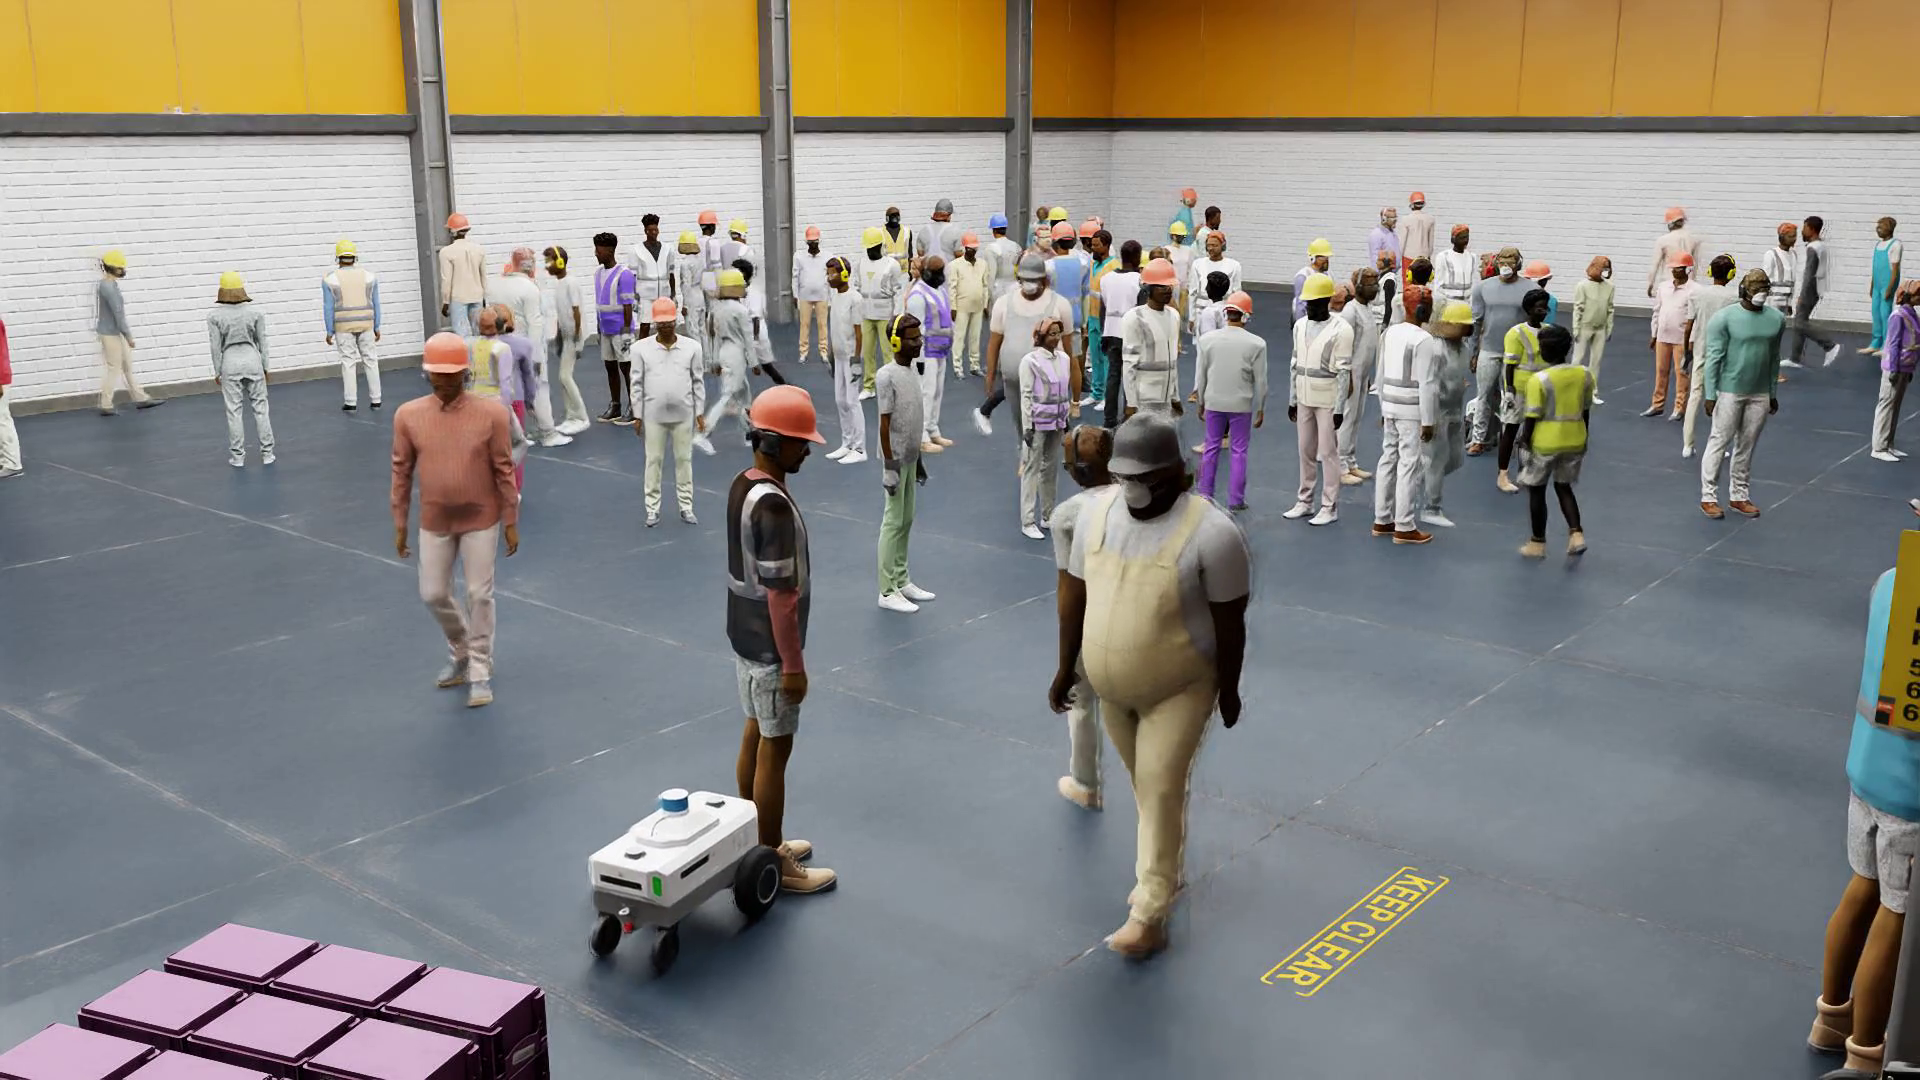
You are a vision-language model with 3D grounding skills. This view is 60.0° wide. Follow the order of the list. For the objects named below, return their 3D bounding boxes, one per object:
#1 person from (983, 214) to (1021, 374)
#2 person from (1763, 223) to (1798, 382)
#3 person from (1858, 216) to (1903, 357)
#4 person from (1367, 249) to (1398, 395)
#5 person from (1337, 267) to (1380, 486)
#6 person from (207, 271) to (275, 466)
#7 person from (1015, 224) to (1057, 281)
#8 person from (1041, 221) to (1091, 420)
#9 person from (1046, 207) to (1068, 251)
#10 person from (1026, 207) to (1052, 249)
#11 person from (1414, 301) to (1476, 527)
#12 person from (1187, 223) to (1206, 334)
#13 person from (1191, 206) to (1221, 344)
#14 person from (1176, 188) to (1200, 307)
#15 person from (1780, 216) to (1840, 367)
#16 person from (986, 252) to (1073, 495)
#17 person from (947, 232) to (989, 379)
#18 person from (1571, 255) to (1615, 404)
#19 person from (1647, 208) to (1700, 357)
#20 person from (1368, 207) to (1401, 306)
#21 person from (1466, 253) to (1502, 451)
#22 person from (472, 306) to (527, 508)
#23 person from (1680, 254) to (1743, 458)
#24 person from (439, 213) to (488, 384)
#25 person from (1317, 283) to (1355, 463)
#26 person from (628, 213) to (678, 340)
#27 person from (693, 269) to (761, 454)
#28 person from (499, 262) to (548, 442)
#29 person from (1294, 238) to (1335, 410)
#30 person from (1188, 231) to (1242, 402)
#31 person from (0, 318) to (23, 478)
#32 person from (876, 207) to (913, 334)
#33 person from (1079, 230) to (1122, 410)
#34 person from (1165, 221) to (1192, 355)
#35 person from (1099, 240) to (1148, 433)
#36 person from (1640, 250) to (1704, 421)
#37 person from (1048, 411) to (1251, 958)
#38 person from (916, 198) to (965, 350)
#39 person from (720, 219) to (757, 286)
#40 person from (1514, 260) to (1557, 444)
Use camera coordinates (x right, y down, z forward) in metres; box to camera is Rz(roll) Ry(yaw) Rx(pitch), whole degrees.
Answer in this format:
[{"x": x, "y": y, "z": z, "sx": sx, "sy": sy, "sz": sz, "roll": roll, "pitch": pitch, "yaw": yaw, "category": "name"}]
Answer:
[{"x": 0.499, "y": -3.025, "z": 20.455, "sx": 0.395, "sy": 1.943, "sz": 0.614, "roll": 12, "pitch": 19, "yaw": 40, "category": "person"}, {"x": 9.659, "y": -2.796, "z": 19.665, "sx": 0.584, "sy": 1.882, "sz": 0.337, "roll": -10, "pitch": 17, "yaw": -34, "category": "person"}, {"x": 12.170, "y": -3.340, "z": 21.939, "sx": 0.363, "sy": 1.834, "sz": 0.519, "roll": -1, "pitch": 14, "yaw": -5, "category": "person"}, {"x": 4.793, "y": -2.464, "z": 18.834, "sx": 0.306, "sy": 1.640, "sz": 0.522, "roll": 1, "pitch": 14, "yaw": 4, "category": "person"}, {"x": 3.368, "y": -1.393, "z": 14.138, "sx": 0.326, "sy": 1.843, "sz": 0.516, "roll": 8, "pitch": 16, "yaw": 30, "category": "person"}, {"x": -6.439, "y": -1.533, "z": 14.903, "sx": 0.487, "sy": 1.745, "sz": 0.290, "roll": -8, "pitch": 16, "yaw": -28, "category": "person"}, {"x": 0.931, "y": -2.633, "z": 18.970, "sx": 0.652, "sy": 1.906, "sz": 0.403, "roll": -12, "pitch": 18, "yaw": -40, "category": "person"}, {"x": 1.043, "y": -2.238, "z": 17.110, "sx": 0.608, "sy": 2.044, "sz": 0.370, "roll": -7, "pitch": 15, "yaw": -25, "category": "person"}, {"x": 1.343, "y": -3.522, "z": 22.477, "sx": 0.388, "sy": 1.926, "sz": 0.590, "roll": 4, "pitch": 15, "yaw": 15, "category": "person"}, {"x": 1.400, "y": -4.949, "z": 28.831, "sx": 0.510, "sy": 1.597, "sz": 0.863, "roll": 5, "pitch": 15, "yaw": 21, "category": "person"}, {"x": 3.657, "y": -0.966, "z": 12.680, "sx": 0.497, "sy": 1.726, "sz": 0.498, "roll": -11, "pitch": 18, "yaw": -36, "category": "person"}, {"x": 3.529, "y": -3.774, "z": 24.125, "sx": 0.533, "sy": 1.610, "sz": 0.519, "roll": 7, "pitch": 16, "yaw": 26, "category": "person"}, {"x": 3.424, "y": -3.671, "z": 23.119, "sx": 0.396, "sy": 1.911, "sz": 0.588, "roll": 6, "pitch": 15, "yaw": 23, "category": "person"}, {"x": 3.745, "y": -4.874, "z": 27.783, "sx": 0.482, "sy": 1.979, "sz": 0.616, "roll": 1, "pitch": 14, "yaw": 2, "category": "person"}, {"x": 10.658, "y": -3.083, "z": 20.776, "sx": 0.648, "sy": 1.903, "sz": 0.609, "roll": 8, "pitch": 16, "yaw": 29, "category": "person"}, {"x": 0.583, "y": -1.467, "z": 14.036, "sx": 0.700, "sy": 2.000, "sz": 1.034, "roll": 3, "pitch": 14, "yaw": 13, "category": "person"}, {"x": 0.118, "y": -2.819, "z": 20.021, "sx": 0.564, "sy": 1.751, "sz": 0.330, "roll": -9, "pitch": 17, "yaw": -33, "category": "person"}, {"x": 6.897, "y": -2.283, "z": 18.145, "sx": 0.504, "sy": 1.628, "sz": 0.278, "roll": -4, "pitch": 15, "yaw": -15, "category": "person"}, {"x": 9.459, "y": -3.419, "z": 22.068, "sx": 0.621, "sy": 1.932, "sz": 1.011, "roll": -1, "pitch": 14, "yaw": -5, "category": "person"}, {"x": 5.864, "y": -3.628, "z": 22.946, "sx": 0.404, "sy": 1.906, "sz": 0.652, "roll": 10, "pitch": 17, "yaw": 36, "category": "person"}, {"x": 4.963, "y": -1.754, "z": 15.578, "sx": 0.390, "sy": 1.846, "sz": 0.563, "roll": 9, "pitch": 17, "yaw": 31, "category": "person"}, {"x": -3.656, "y": -1.024, "z": 13.112, "sx": 0.522, "sy": 1.626, "sz": 0.383, "roll": 12, "pitch": 18, "yaw": 39, "category": "person"}, {"x": 6.866, "y": -1.669, "z": 15.191, "sx": 0.528, "sy": 1.869, "sz": 0.313, "roll": 11, "pitch": 18, "yaw": 38, "category": "person"}, {"x": -5.851, "y": -2.847, "z": 19.638, "sx": 0.375, "sy": 1.997, "sz": 0.608, "roll": 12, "pitch": 18, "yaw": 39, "category": "person"}, {"x": 3.373, "y": -1.465, "z": 14.837, "sx": 0.306, "sy": 1.641, "sz": 0.522, "roll": -2, "pitch": 14, "yaw": -8, "category": "person"}, {"x": -3.724, "y": -2.978, "z": 20.231, "sx": 0.613, "sy": 1.962, "sz": 0.361, "roll": -9, "pitch": 16, "yaw": -31, "category": "person"}, {"x": -2.166, "y": -1.672, "z": 15.530, "sx": 0.853, "sy": 1.707, "sz": 0.491, "roll": -10, "pitch": 17, "yaw": -35, "category": "person"}, {"x": -4.178, "y": -1.789, "z": 15.942, "sx": 0.390, "sy": 1.731, "sz": 0.569, "roll": -11, "pitch": 18, "yaw": -38, "category": "person"}, {"x": 3.805, "y": -2.297, "z": 17.776, "sx": 0.602, "sy": 1.830, "sz": 0.404, "roll": -14, "pitch": 19, "yaw": -43, "category": "person"}, {"x": 2.781, "y": -2.433, "z": 18.214, "sx": 0.577, "sy": 1.882, "sz": 0.349, "roll": 7, "pitch": 15, "yaw": 25, "category": "person"}, {"x": -8.430, "y": -1.407, "z": 14.412, "sx": 0.573, "sy": 1.738, "sz": 0.352, "roll": 13, "pitch": 19, "yaw": 43, "category": "person"}, {"x": -0.976, "y": -3.925, "z": 24.259, "sx": 0.634, "sy": 1.844, "sz": 0.429, "roll": -4, "pitch": 14, "yaw": -14, "category": "person"}, {"x": 1.534, "y": -2.360, "z": 17.852, "sx": 0.392, "sy": 1.919, "sz": 0.591, "roll": -8, "pitch": 16, "yaw": -28, "category": "person"}, {"x": 2.852, "y": -3.319, "z": 21.992, "sx": 0.528, "sy": 1.767, "sz": 0.330, "roll": -7, "pitch": 16, "yaw": -26, "category": "person"}, {"x": 1.609, "y": -1.967, "z": 16.329, "sx": 0.630, "sy": 1.918, "sz": 0.417, "roll": 12, "pitch": 19, "yaw": 41, "category": "person"}, {"x": 7.383, "y": -2.112, "z": 17.195, "sx": 0.325, "sy": 1.752, "sz": 0.563, "roll": -9, "pitch": 17, "yaw": -32, "category": "person"}, {"x": 0.647, "y": 0.494, "z": 6.198, "sx": 0.700, "sy": 2.000, "sz": 0.873, "roll": 12, "pitch": 19, "yaw": 41, "category": "person"}, {"x": -0.212, "y": -3.617, "z": 22.629, "sx": 0.688, "sy": 2.000, "sz": 0.536, "roll": 7, "pitch": 16, "yaw": 26, "category": "person"}, {"x": -2.856, "y": -3.221, "z": 21.497, "sx": 0.593, "sy": 1.825, "sz": 0.404, "roll": 9, "pitch": 17, "yaw": 32, "category": "person"}, {"x": 5.458, "y": -1.783, "z": 15.877, "sx": 0.341, "sy": 1.752, "sz": 0.563, "roll": 12, "pitch": 18, "yaw": 39, "category": "person"}]
